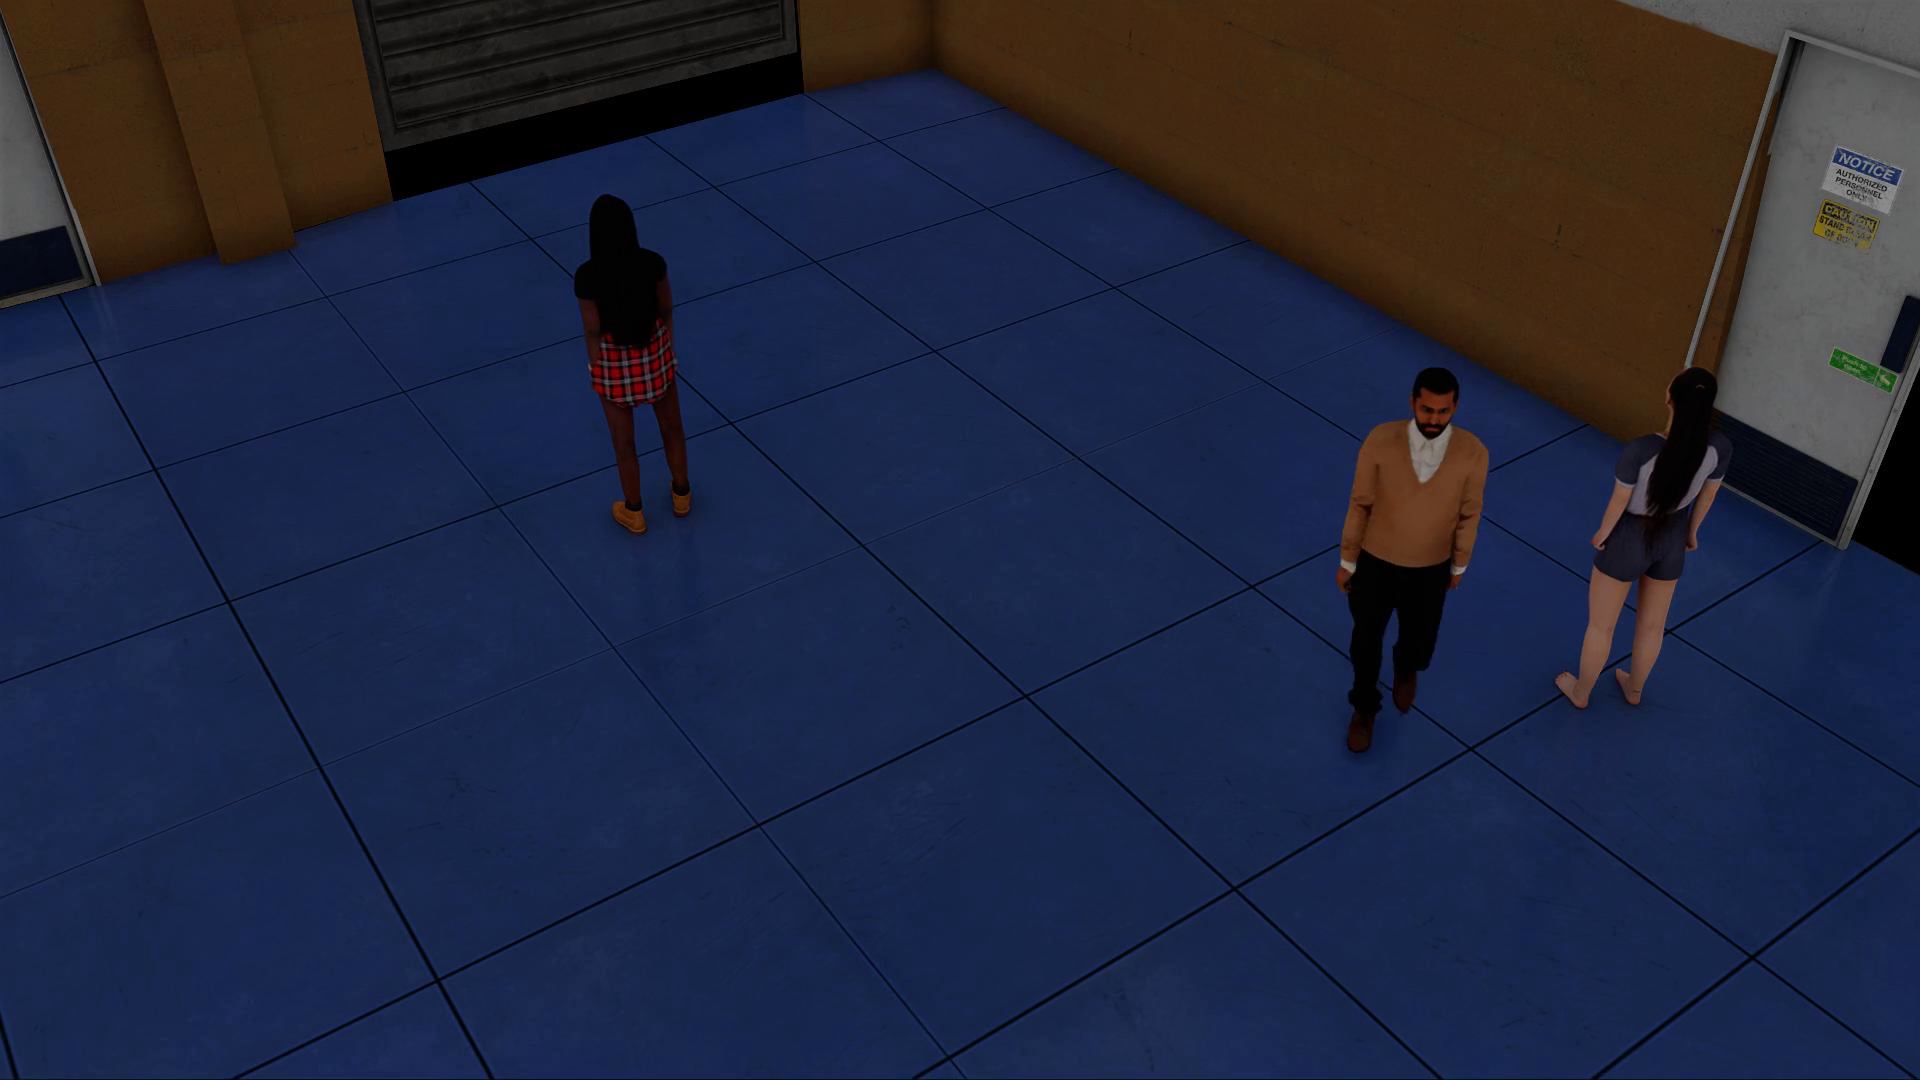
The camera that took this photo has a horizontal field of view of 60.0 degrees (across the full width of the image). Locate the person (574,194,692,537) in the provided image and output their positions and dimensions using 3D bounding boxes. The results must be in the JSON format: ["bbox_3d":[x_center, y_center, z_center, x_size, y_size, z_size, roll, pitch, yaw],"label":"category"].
[{"bbox_3d":[-1.527,-0.813,7.791,0.546,1.728,0.683,-19,41,-24],"label":"person"}]

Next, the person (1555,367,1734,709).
[{"bbox_3d":[2.789,0.020,6.746,0.626,1.651,0.734,-3,37,-4],"label":"person"}]

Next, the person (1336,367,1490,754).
[{"bbox_3d":[1.764,0.042,6.638,0.868,1.744,0.934,10,38,12],"label":"person"}]
